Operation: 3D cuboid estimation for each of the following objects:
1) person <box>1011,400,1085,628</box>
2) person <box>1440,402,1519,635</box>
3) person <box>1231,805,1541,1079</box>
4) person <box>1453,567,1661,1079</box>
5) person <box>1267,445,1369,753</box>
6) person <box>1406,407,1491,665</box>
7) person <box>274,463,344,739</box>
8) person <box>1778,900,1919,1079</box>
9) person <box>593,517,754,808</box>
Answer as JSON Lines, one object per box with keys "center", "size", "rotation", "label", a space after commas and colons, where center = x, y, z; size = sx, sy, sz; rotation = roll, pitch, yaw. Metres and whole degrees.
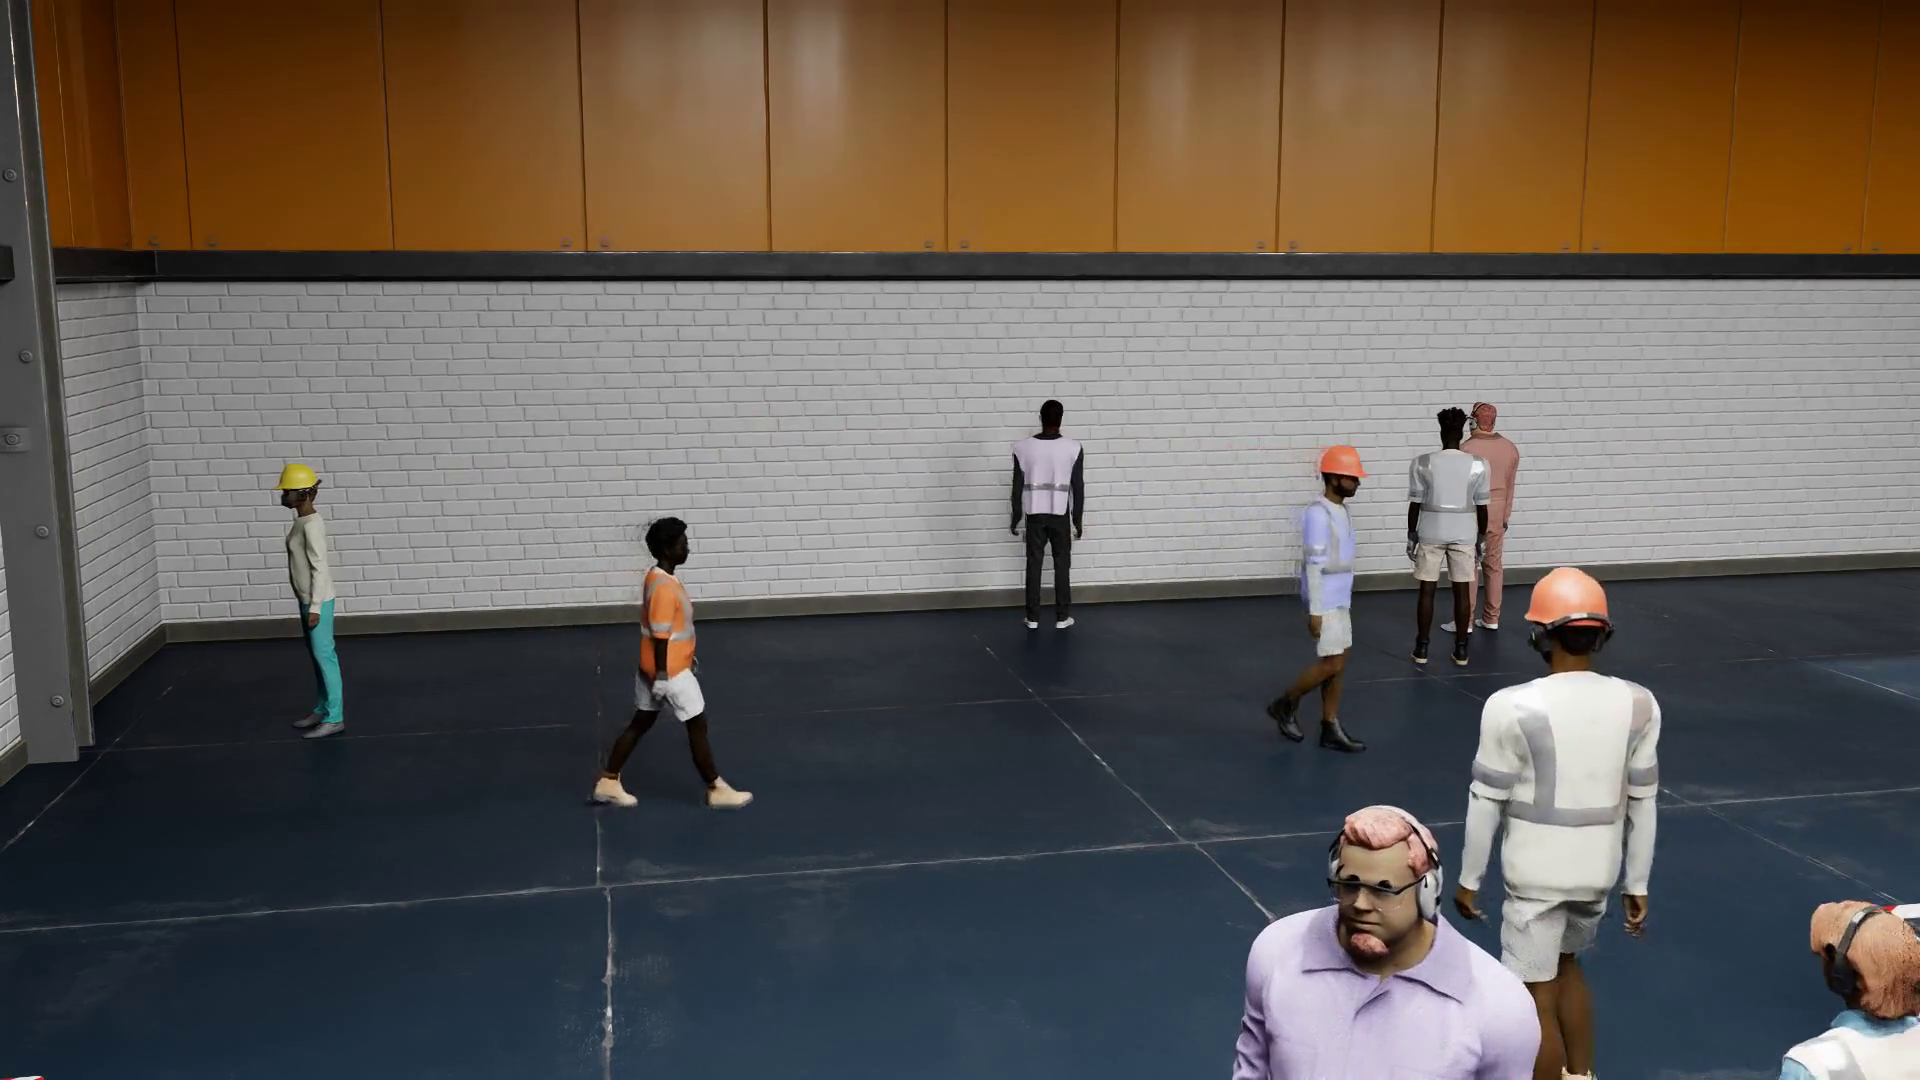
{"center": [0.713, -0.199, 13.843], "size": [0.644, 1.915, 0.385], "rotation": [2, 9, 9], "label": "person"}
{"center": [4.245, -0.177, 13.663], "size": [0.642, 1.909, 0.409], "rotation": [-4, 10, -24], "label": "person"}
{"center": [0.857, 1.485, 3.531], "size": [0.638, 1.911, 0.402], "rotation": [5, 11, 29], "label": "person"}
{"center": [1.973, 1.094, 5.581], "size": [0.606, 2.026, 0.524], "rotation": [-2, 10, -13], "label": "person"}
{"center": [2.261, 0.367, 10.295], "size": [0.506, 1.926, 0.574], "rotation": [6, 11, 32], "label": "person"}
{"center": [3.692, -0.028, 12.610], "size": [0.608, 1.957, 0.378], "rotation": [2, 10, 12], "label": "person"}
{"center": [-4.169, 0.387, 10.650], "size": [0.331, 1.768, 0.526], "rotation": [-5, 11, -28], "label": "person"}
{"center": [2.019, 1.602, 3.764], "size": [0.530, 1.596, 0.851], "rotation": [-5, 10, -27], "label": "person"}
{"center": [-1.638, 0.686, 9.167], "size": [0.867, 1.655, 0.529], "rotation": [-3, 10, -16], "label": "person"}
